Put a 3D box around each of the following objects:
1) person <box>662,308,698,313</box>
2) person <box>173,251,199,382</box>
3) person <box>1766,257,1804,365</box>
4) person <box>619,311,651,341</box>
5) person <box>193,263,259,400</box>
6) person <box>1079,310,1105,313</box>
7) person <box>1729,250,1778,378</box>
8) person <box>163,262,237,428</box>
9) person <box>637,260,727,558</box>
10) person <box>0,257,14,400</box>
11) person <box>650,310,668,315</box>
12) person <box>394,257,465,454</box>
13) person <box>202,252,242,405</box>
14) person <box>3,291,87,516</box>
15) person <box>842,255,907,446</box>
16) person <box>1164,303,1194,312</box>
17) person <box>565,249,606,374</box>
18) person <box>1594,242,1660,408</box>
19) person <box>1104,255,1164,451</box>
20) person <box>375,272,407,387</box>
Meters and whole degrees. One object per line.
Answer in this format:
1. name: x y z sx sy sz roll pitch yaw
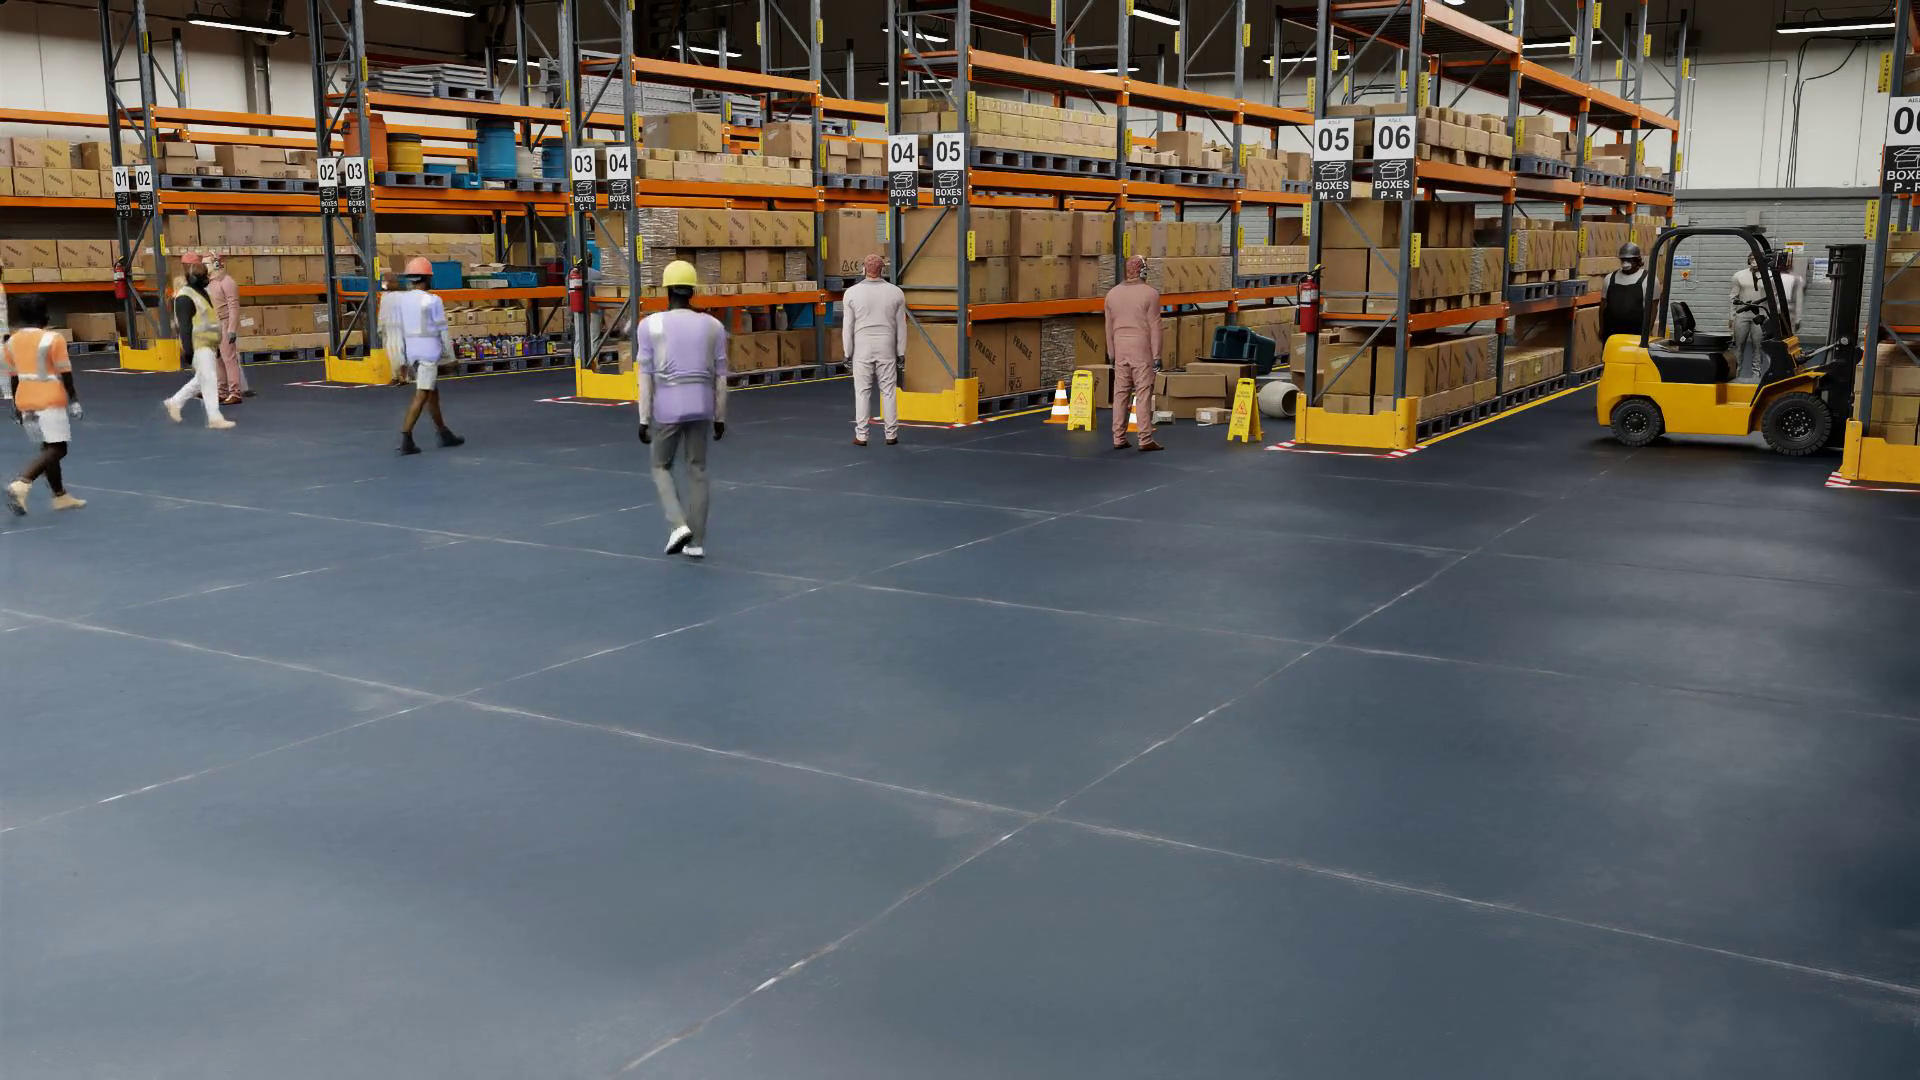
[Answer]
1. person: -4.249 -3.493 25.243 0.605 2.045 0.378 3 11 16
2. person: -10.757 -3.109 23.452 0.788 1.919 0.546 8 13 38
3. person: 12.150 -3.287 24.677 0.593 1.833 0.979 4 11 20
4. person: -6.390 -4.843 33.203 0.853 1.913 0.634 -10 14 -43
5. person: -9.663 -2.722 21.603 0.487 1.818 0.959 4 11 22
6. person: 2.199 -3.869 27.484 0.390 1.992 0.624 -9 14 -41
7. person: 11.236 -3.147 23.600 0.627 1.940 0.372 6 12 31
8. person: -8.392 -2.129 18.224 0.751 1.823 0.626 -1 10 -3
9. person: -1.782 -0.828 10.688 0.607 1.909 0.414 -5 11 -27
10. person: -12.406 -2.712 21.265 0.594 1.906 0.754 7 12 34
11. person: -4.941 -3.835 27.825 0.622 1.815 0.815 6 12 32
12. person: -5.231 -1.801 16.199 0.543 1.896 0.986 6 12 29
13. person: -9.337 -2.651 20.914 0.652 1.906 0.402 7 12 33
14. person: -6.852 -1.004 12.322 0.543 1.676 0.707 4 11 21
15. person: -0.860 -1.893 16.670 0.652 1.906 0.409 -2 10 -11
16. person: 3.772 -3.926 28.656 0.560 1.683 0.357 0 10 -1
17. person: -5.539 -3.339 24.676 0.628 1.940 0.377 4 11 21
18. person: 8.101 -2.602 20.262 0.688 2.000 0.536 8 13 38
19. person: 1.727 -1.820 16.261 0.640 1.909 0.409 9 13 40
20. person: -8.045 -2.949 23.412 0.504 1.618 0.558 10 14 44
